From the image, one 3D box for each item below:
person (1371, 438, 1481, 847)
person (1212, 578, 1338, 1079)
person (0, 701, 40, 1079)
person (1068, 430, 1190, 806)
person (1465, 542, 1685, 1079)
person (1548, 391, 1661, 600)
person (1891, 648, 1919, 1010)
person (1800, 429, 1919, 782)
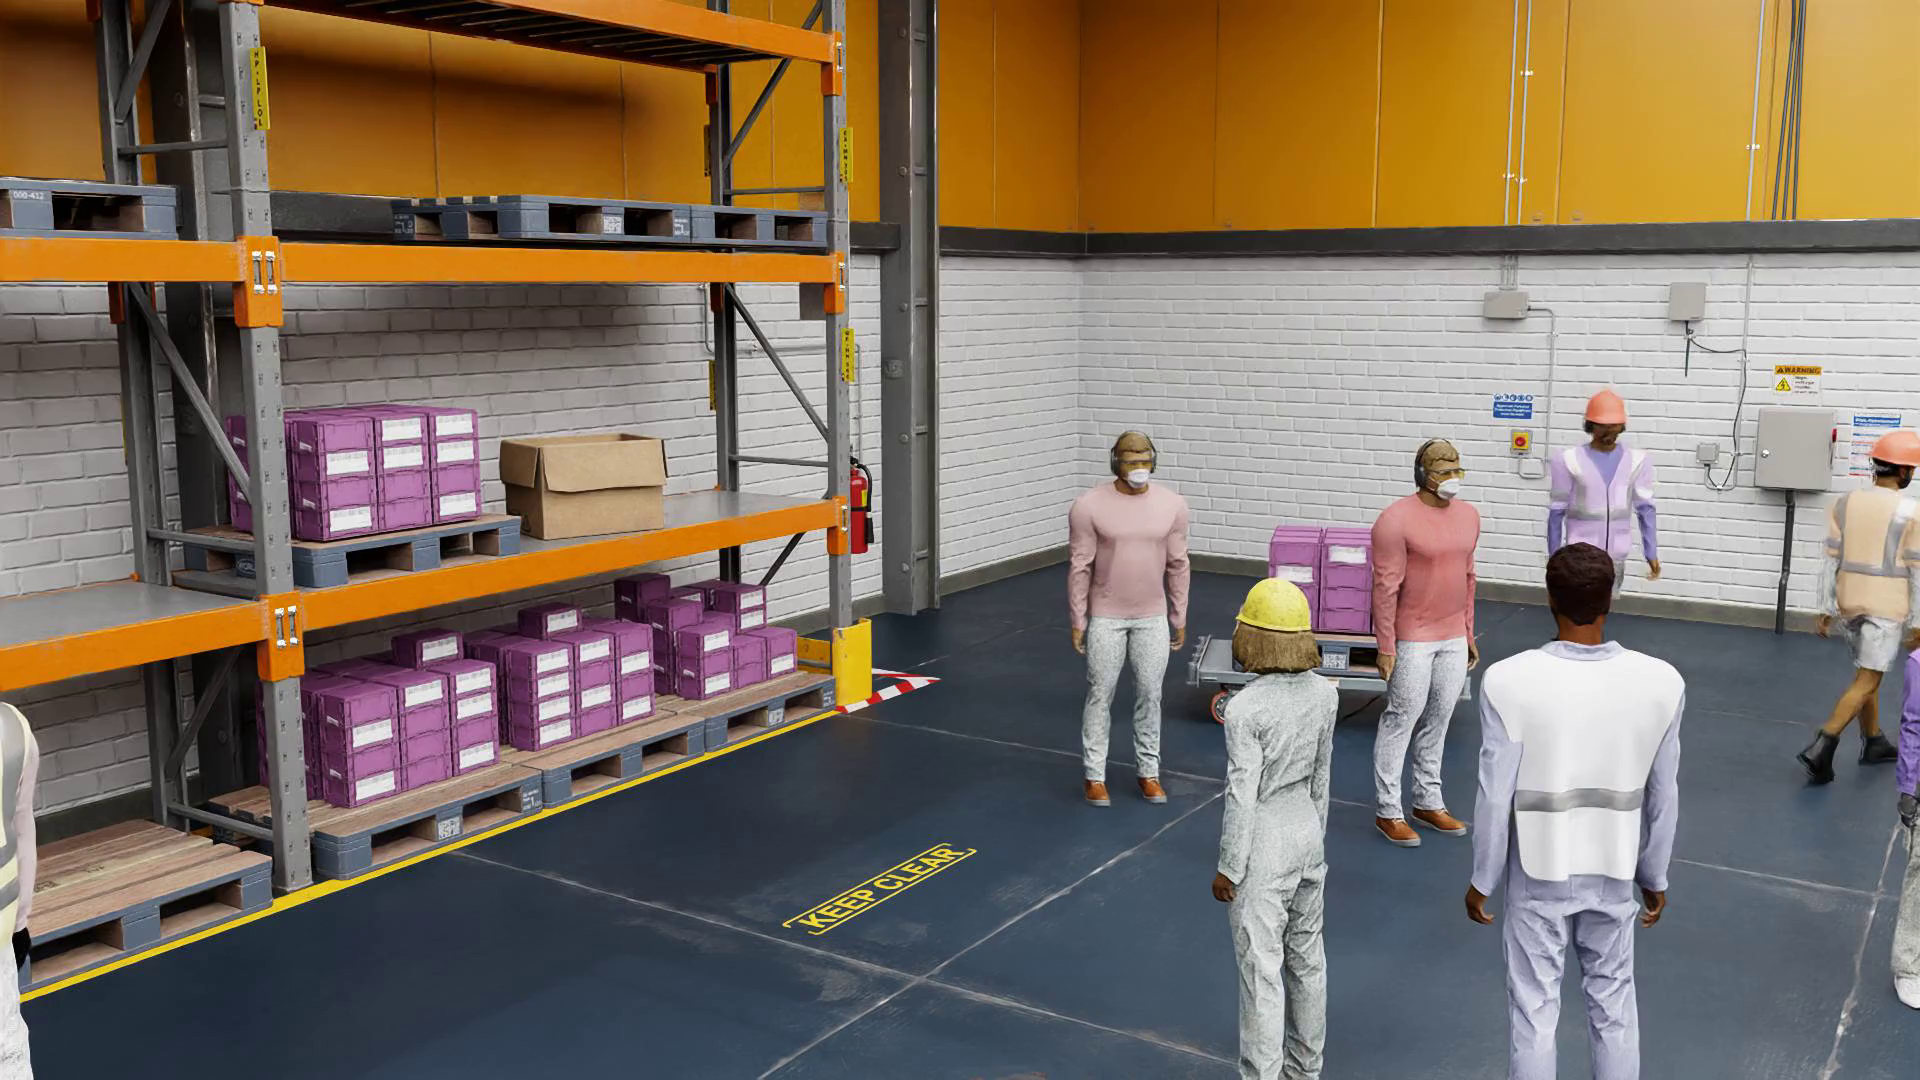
[{"bbox_3d":[2.224,0.479,7.933,0.636,1.938,0.354,-5,10,-29],"label":"person"},{"bbox_3d":[0.983,0.983,5.291,0.487,1.744,0.297,-8,12,-41],"label":"person"},{"bbox_3d":[-2.724,1.077,4.363,0.429,1.844,0.622,4,9,22],"label":"person"},{"bbox_3d":[0.863,0.399,8.499,0.632,1.932,0.366,-1,9,-8],"label":"person"},{"bbox_3d":[1.786,0.965,4.851,0.592,1.914,0.375,0,9,-1],"label":"person"},{"bbox_3d":[4.060,0.056,10.517,0.628,1.989,1.040,0,9,2],"label":"person"},{"bbox_3d":[3.669,0.922,6.061,0.509,1.629,0.316,1,9,5],"label":"person"},{"bbox_3d":[4.878,0.349,8.949,0.946,1.896,0.542,-4,10,-27],"label":"person"}]
